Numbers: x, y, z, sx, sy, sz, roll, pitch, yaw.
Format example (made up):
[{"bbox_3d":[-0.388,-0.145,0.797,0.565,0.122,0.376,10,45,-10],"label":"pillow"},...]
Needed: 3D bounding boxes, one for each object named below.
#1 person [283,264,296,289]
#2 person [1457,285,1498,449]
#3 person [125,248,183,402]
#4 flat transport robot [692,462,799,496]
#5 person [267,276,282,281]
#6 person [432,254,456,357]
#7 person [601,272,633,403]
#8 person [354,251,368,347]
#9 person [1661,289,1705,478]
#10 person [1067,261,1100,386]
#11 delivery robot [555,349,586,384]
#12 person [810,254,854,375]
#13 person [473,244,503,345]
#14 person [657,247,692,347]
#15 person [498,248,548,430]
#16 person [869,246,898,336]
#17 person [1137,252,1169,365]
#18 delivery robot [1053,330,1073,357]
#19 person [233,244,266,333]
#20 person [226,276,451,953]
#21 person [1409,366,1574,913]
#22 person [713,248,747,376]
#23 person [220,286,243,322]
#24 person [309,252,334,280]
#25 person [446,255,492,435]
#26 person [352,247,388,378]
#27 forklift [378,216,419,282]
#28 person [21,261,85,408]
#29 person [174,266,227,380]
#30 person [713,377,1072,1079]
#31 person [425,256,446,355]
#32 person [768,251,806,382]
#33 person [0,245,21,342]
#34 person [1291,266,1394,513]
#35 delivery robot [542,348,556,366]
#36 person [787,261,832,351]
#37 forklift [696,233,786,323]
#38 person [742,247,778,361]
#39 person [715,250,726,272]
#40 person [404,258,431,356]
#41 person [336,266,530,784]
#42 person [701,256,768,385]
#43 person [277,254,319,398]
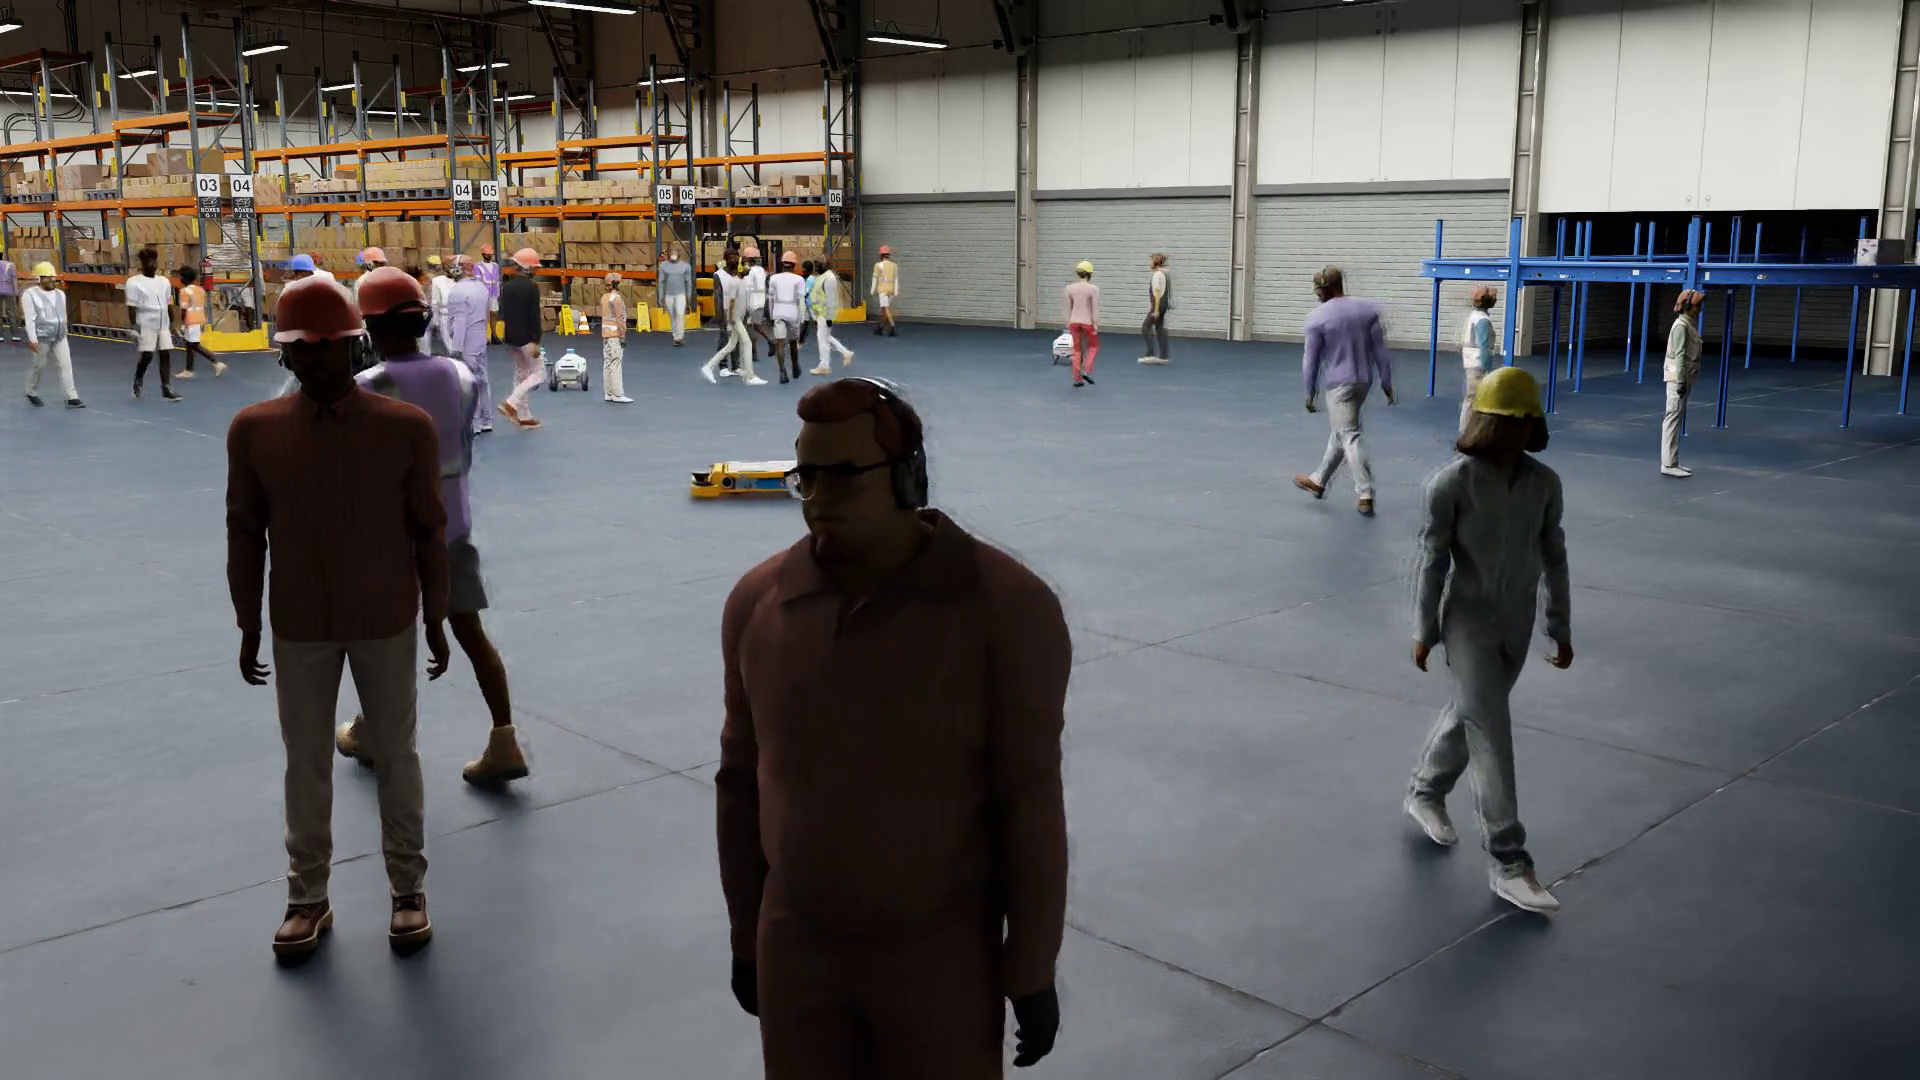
[{"bbox_3d":[-10.946,-3.710,27.371,0.280,1.633,0.500,1,10,5],"label":"person"},{"bbox_3d":[5.175,-1.689,16.357,0.537,1.619,0.549,2,11,11],"label":"person"},{"bbox_3d":[-10.349,-2.765,21.340,0.519,1.962,0.659,6,12,29],"label":"person"},{"bbox_3d":[-1.491,-0.522,13.818,1.431,0.197,0.652,-1,10,-7],"label":"flat transport robot"},{"bbox_3d":[-18.801,-7.174,45.583,0.768,1.882,0.646,6,12,28],"label":"person"},{"bbox_3d":[-7.154,-3.121,23.596,0.604,1.852,0.840,0,10,-2],"label":"person"},{"bbox_3d":[-4.384,-2.564,21.100,0.313,1.642,0.513,-7,12,-33],"label":"person"},{"bbox_3d":[-7.843,-2.881,22.123,1.015,1.890,0.626,5,12,26],"label":"person"},{"bbox_3d":[6.368,-1.387,14.685,0.309,1.640,0.513,5,12,25],"label":"person"},{"bbox_3d":[1.741,-3.043,23.421,0.527,1.756,0.376,6,12,29],"label":"person"},{"bbox_3d":[-5.379,-2.395,22.992,0.477,0.478,0.707,-1,11,-6],"label":"delivery robot"},{"bbox_3d":[-1.969,-3.441,25.370,0.612,1.830,0.649,-2,11,-10],"label":"person"},{"bbox_3d":[-9.154,-4.769,32.312,0.357,1.937,0.551,9,14,40],"label":"person"},{"bbox_3d":[-5.431,-4.624,31.663,0.632,1.884,1.033,0,10,-2],"label":"person"},{"bbox_3d":[-4.756,-2.165,18.007,0.674,1.969,0.559,9,14,40],"label":"person"},{"bbox_3d":[-1.568,-5.248,35.105,0.547,1.891,0.998,-8,13,-38],"label":"person"},{"bbox_3d":[3.153,-3.798,27.323,0.642,1.821,0.534,3,11,18],"label":"person"},{"bbox_3d":[1.761,-3.234,27.576,0.477,0.478,0.707,2,11,12],"label":"delivery robot"},{"bbox_3d":[-14.337,-5.015,33.473,0.616,2.015,0.950,-9,14,-42],"label":"person"},{"bbox_3d":[-1.815,0.231,4.889,0.618,1.993,0.396,-2,11,-11],"label":"person"},{"bbox_3d":[1.746,0.270,5.490,0.501,1.698,0.891,-4,11,-20],"label":"person"},{"bbox_3d":[-3.486,-3.445,25.172,0.374,1.912,0.587,8,13,38],"label":"person"},{"bbox_3d":[-15.474,-5.316,35.398,0.548,1.911,0.844,-7,13,-34],"label":"person"},{"bbox_3d":[-10.150,-3.627,26.342,0.610,1.840,0.952,-2,11,-11],"label":"person"},{"bbox_3d":[-5.251,-2.076,17.718,0.403,1.904,0.651,2,11,11],"label":"person"},{"bbox_3d":[-7.417,-2.682,20.847,0.748,1.971,0.624,1,10,4],"label":"person"},{"bbox_3d":[-17.868,-9.201,54.028,1.873,2.768,1.129,-10,14,-44],"label":"forklift"},{"bbox_3d":[-11.239,-2.524,20.464,0.913,1.798,0.593,5,12,27],"label":"person"},{"bbox_3d":[-11.180,-3.177,24.375,0.791,1.669,0.536,0,10,1],"label":"person"},{"bbox_3d":[-0.117,0.656,2.871,0.657,1.886,0.598,4,11,22],"label":"person"},{"bbox_3d":[-9.181,-4.143,29.408,0.713,1.738,0.551,-4,11,-23],"label":"person"},{"bbox_3d":[-2.512,-3.258,24.247,0.558,1.870,1.040,0,10,0],"label":"person"},{"bbox_3d":[-19.158,-4.939,33.268,0.584,1.928,0.373,-5,11,-23],"label":"person"},{"bbox_3d":[2.951,-1.177,12.911,0.697,1.867,0.995,-5,12,-26],"label":"person"},{"bbox_3d":[-5.841,-2.562,23.202,0.335,0.223,0.698,-5,11,-24],"label":"delivery robot"},{"bbox_3d":[-2.713,-4.261,30.339,0.869,1.648,0.537,-1,10,-4],"label":"person"},{"bbox_3d":[-5.496,-6.489,41.108,2.313,2.155,1.214,-10,14,-44],"label":"forklift"},{"bbox_3d":[-3.420,-3.987,28.103,0.569,1.918,0.566,5,12,27],"label":"person"},{"bbox_3d":[-5.214,-5.639,37.459,0.641,1.798,0.950,-3,11,-16],"label":"person"},{"bbox_3d":[-7.836,-3.088,23.579,0.950,1.806,0.644,-4,11,-23],"label":"person"},{"bbox_3d":[-2.081,-0.048,6.444,1.037,1.999,0.617,8,13,36],"label":"person"},{"bbox_3d":[-3.255,-3.132,23.711,0.927,1.834,0.536,1,10,4],"label":"person"},{"bbox_3d":[-7.418,-2.272,18.780,0.971,1.912,0.599,0,10,-2],"label":"person"}]
